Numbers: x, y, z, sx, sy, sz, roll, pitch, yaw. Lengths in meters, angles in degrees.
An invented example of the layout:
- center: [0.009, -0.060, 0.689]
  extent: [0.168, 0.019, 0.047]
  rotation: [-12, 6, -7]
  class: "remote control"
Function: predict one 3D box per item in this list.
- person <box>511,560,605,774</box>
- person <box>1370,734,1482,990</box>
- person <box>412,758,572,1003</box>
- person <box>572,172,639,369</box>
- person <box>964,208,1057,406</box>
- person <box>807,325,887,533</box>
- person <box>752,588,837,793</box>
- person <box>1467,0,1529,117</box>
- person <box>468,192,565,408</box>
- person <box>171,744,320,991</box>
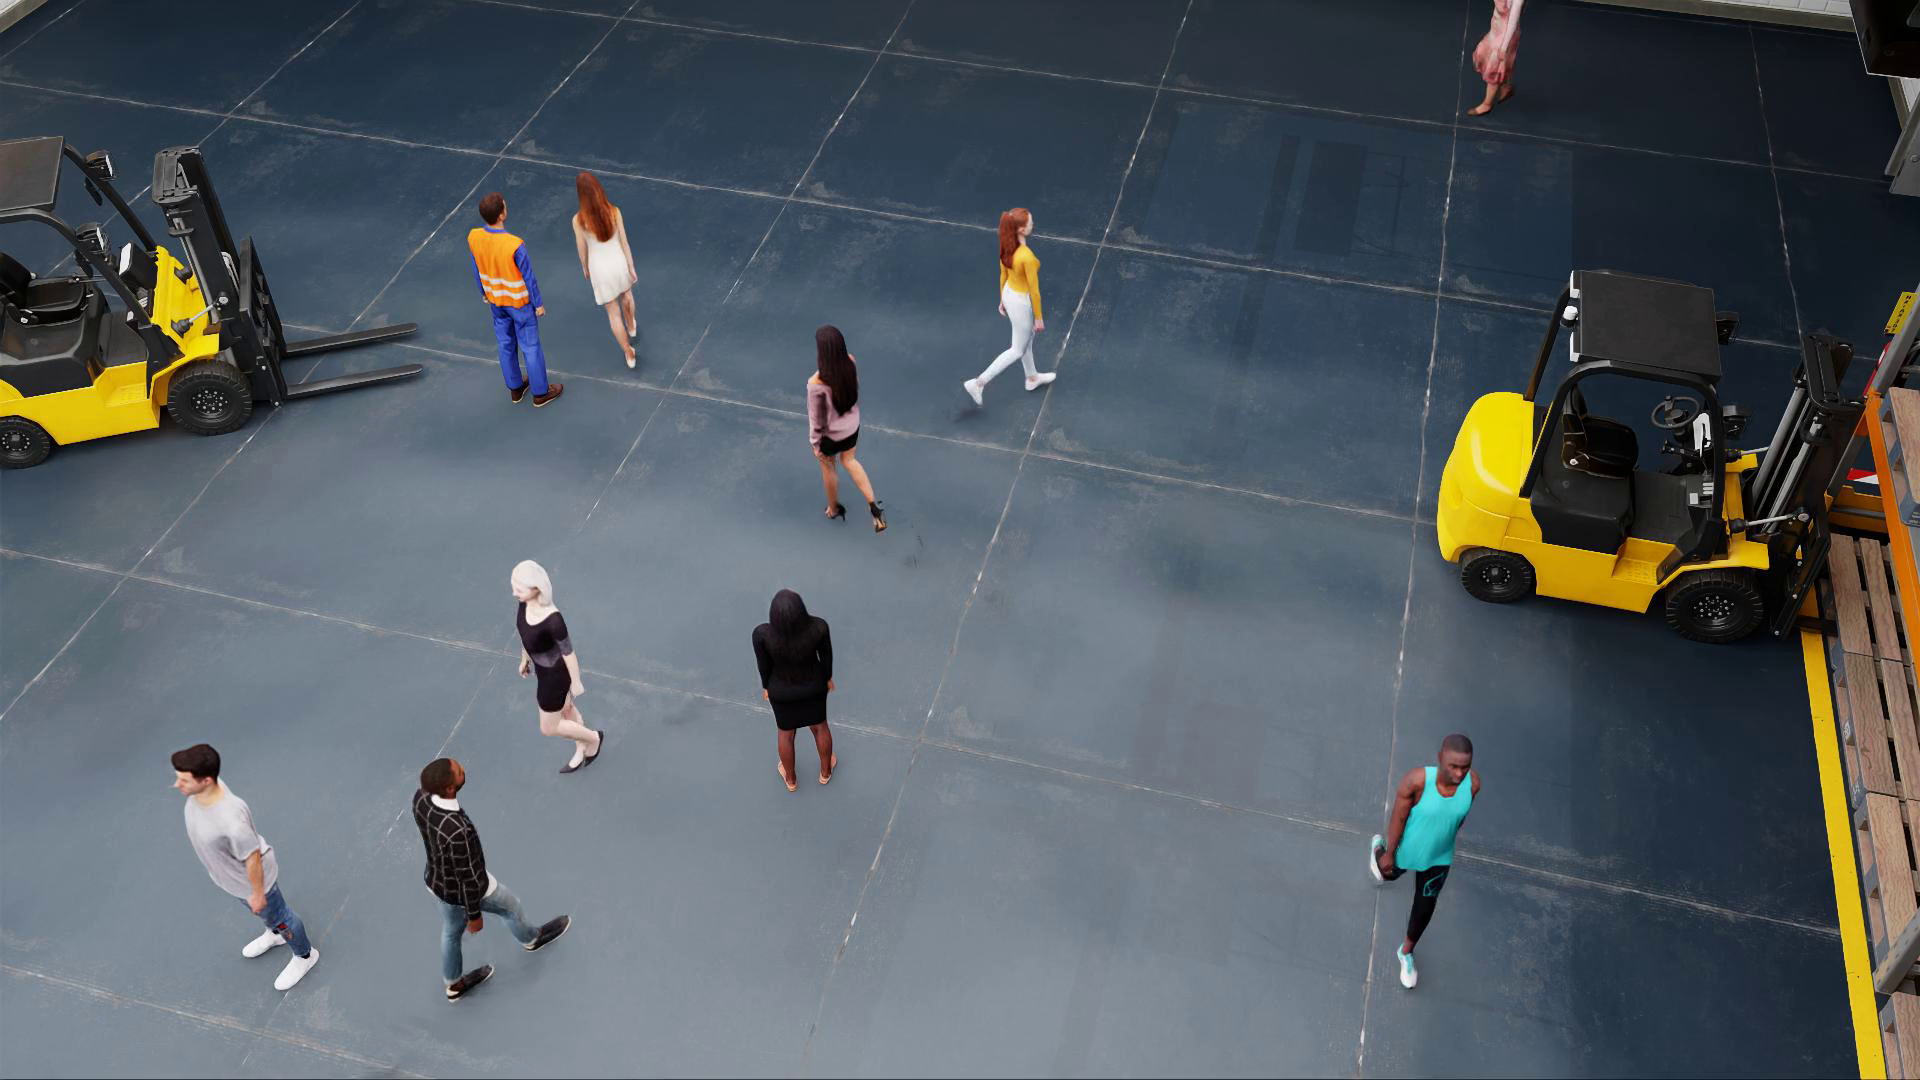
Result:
- center: [-2.398, 0.758, 10.172]
  extent: [0.787, 1.820, 0.732]
  rotation: [-29, 51, -27]
  class: "person"
- center: [2.545, 1.635, 9.283]
  extent: [0.793, 1.777, 1.192]
  rotation: [1, 44, 1]
  class: "person"
- center: [-2.770, 1.912, 8.987]
  extent: [1.149, 1.784, 0.984]
  rotation: [-34, 53, -30]
  class: "person"
- center: [-2.792, -2.097, 13.273]
  extent: [0.863, 1.678, 0.993]
  rotation: [-11, 45, -12]
  class: "person"
- center: [0.393, -1.770, 12.891]
  extent: [1.110, 1.730, 1.069]
  rotation: [-22, 48, -21]
  class: "person"
- center: [-0.788, -0.716, 11.742]
  extent: [0.958, 1.790, 0.950]
  rotation: [-34, 53, -31]
  class: "person"
- center: [-0.988, 0.893, 10.107]
  extent: [0.692, 1.715, 0.681]
  rotation: [-8, 44, -8]
  class: "person"
- center: [5.370, -4.915, 16.228]
  extent: [0.787, 1.682, 0.747]
  rotation: [-2, 44, -2]
  class: "person"
- center: [-3.479, -1.859, 12.889]
  extent: [0.714, 1.862, 0.626]
  rotation: [15, 46, 15]
  class: "person"
- center: [-3.917, 1.759, 9.072]
  extent: [0.756, 1.890, 0.737]
  rotation: [32, 52, 29]
  class: "person"
